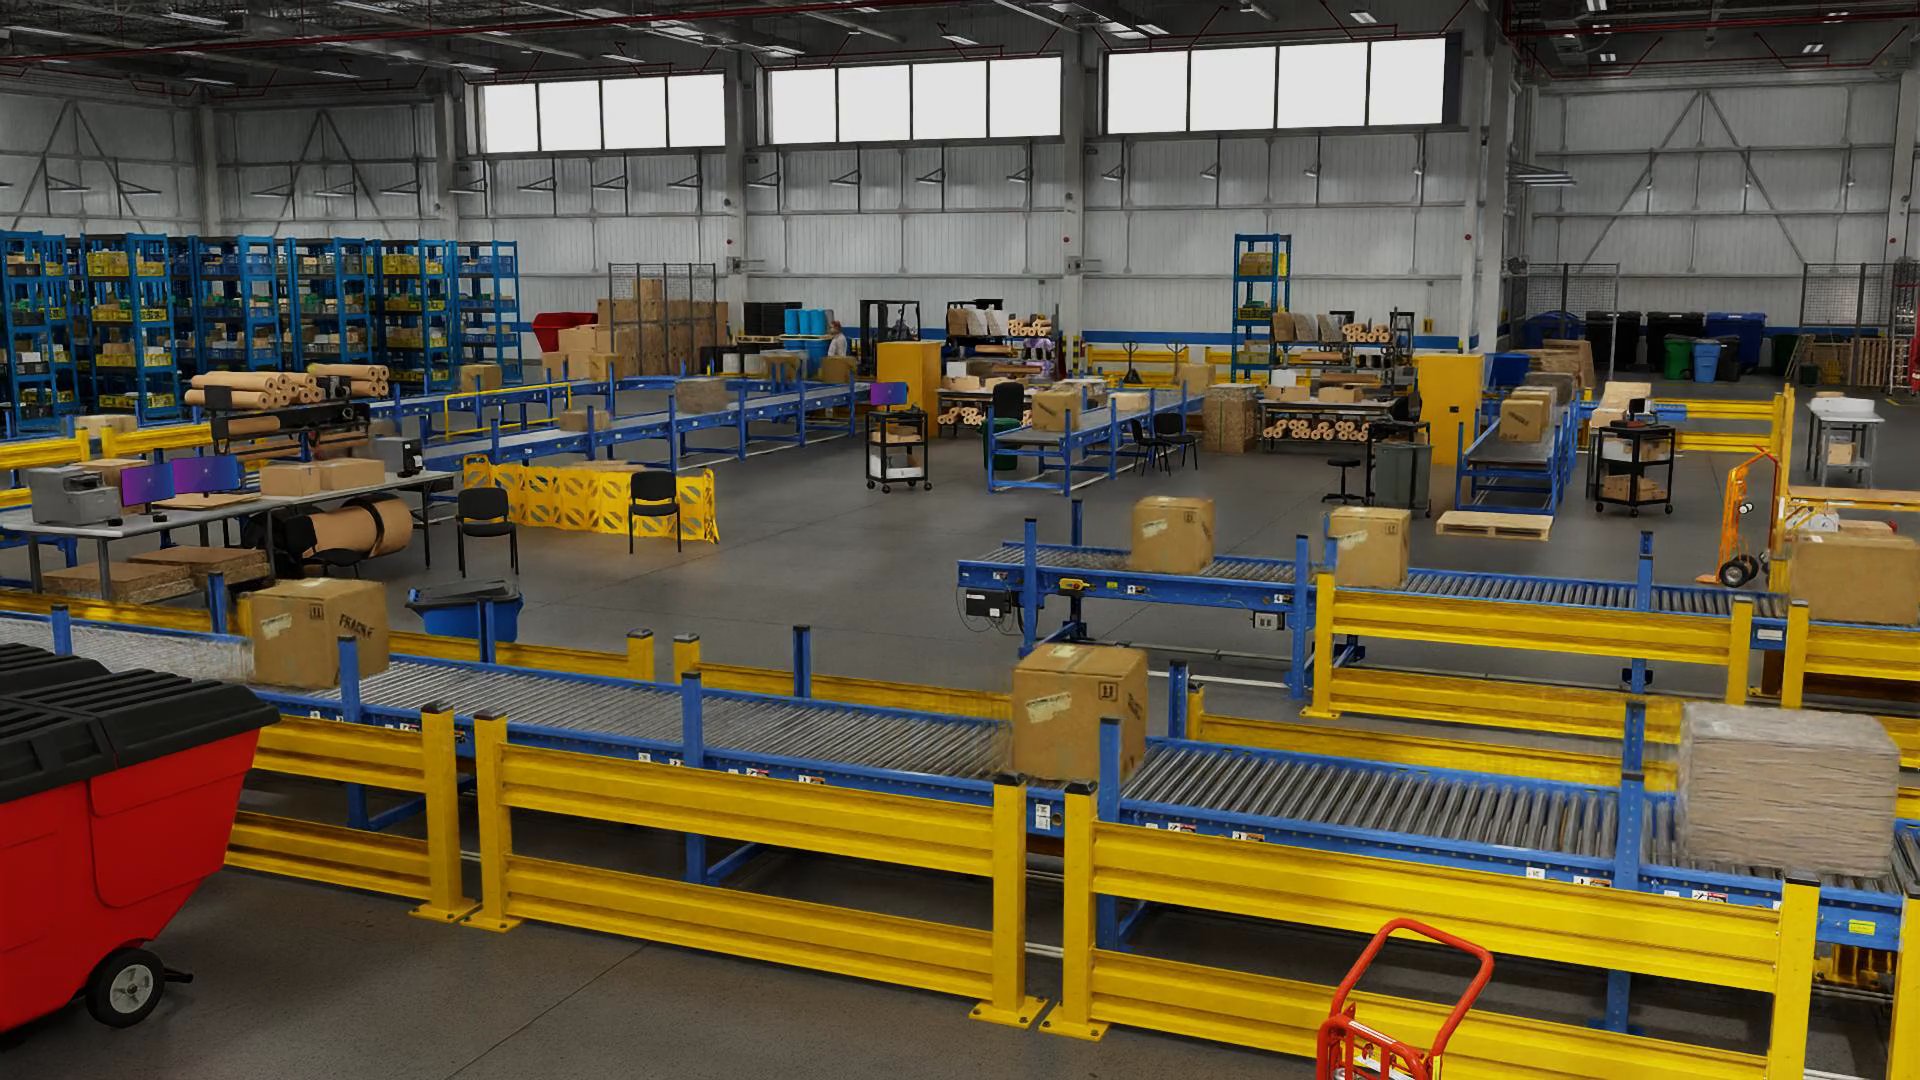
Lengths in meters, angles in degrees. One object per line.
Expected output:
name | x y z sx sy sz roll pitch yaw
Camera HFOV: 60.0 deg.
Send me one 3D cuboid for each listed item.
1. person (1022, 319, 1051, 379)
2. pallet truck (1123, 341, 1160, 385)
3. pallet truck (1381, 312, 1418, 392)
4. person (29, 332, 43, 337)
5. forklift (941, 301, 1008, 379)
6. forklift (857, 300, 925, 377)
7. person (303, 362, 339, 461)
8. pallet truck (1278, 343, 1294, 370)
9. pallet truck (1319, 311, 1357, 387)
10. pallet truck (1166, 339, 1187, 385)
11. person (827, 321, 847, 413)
person | 1.420 -3.178 31.536 0.616 2.041 0.380 6 11 33
pallet truck | 4.445 -4.380 41.279 0.680 1.201 1.601 4 10 22
pallet truck | 10.207 -4.283 38.369 0.823 1.965 1.885 3 10 20
person | -20.026 -3.813 36.133 0.585 1.792 0.966 6 11 33
forklift | 0.365 -4.966 41.571 1.157 1.987 2.680 3 10 20
forklift | -1.732 -5.109 42.468 1.157 1.987 2.680 4 10 22
person | -8.605 -1.535 22.469 0.545 1.748 0.482 1 9 5
pallet truck | 7.886 -4.163 39.743 0.653 1.274 1.630 4 10 22
pallet truck | 9.071 -4.419 39.190 0.823 1.965 1.885 5 10 26
pallet truck | 5.418 -4.269 40.420 0.704 1.261 1.522 3 10 20
person | -2.539 -3.562 34.281 0.402 1.904 0.651 -2 10 -12
